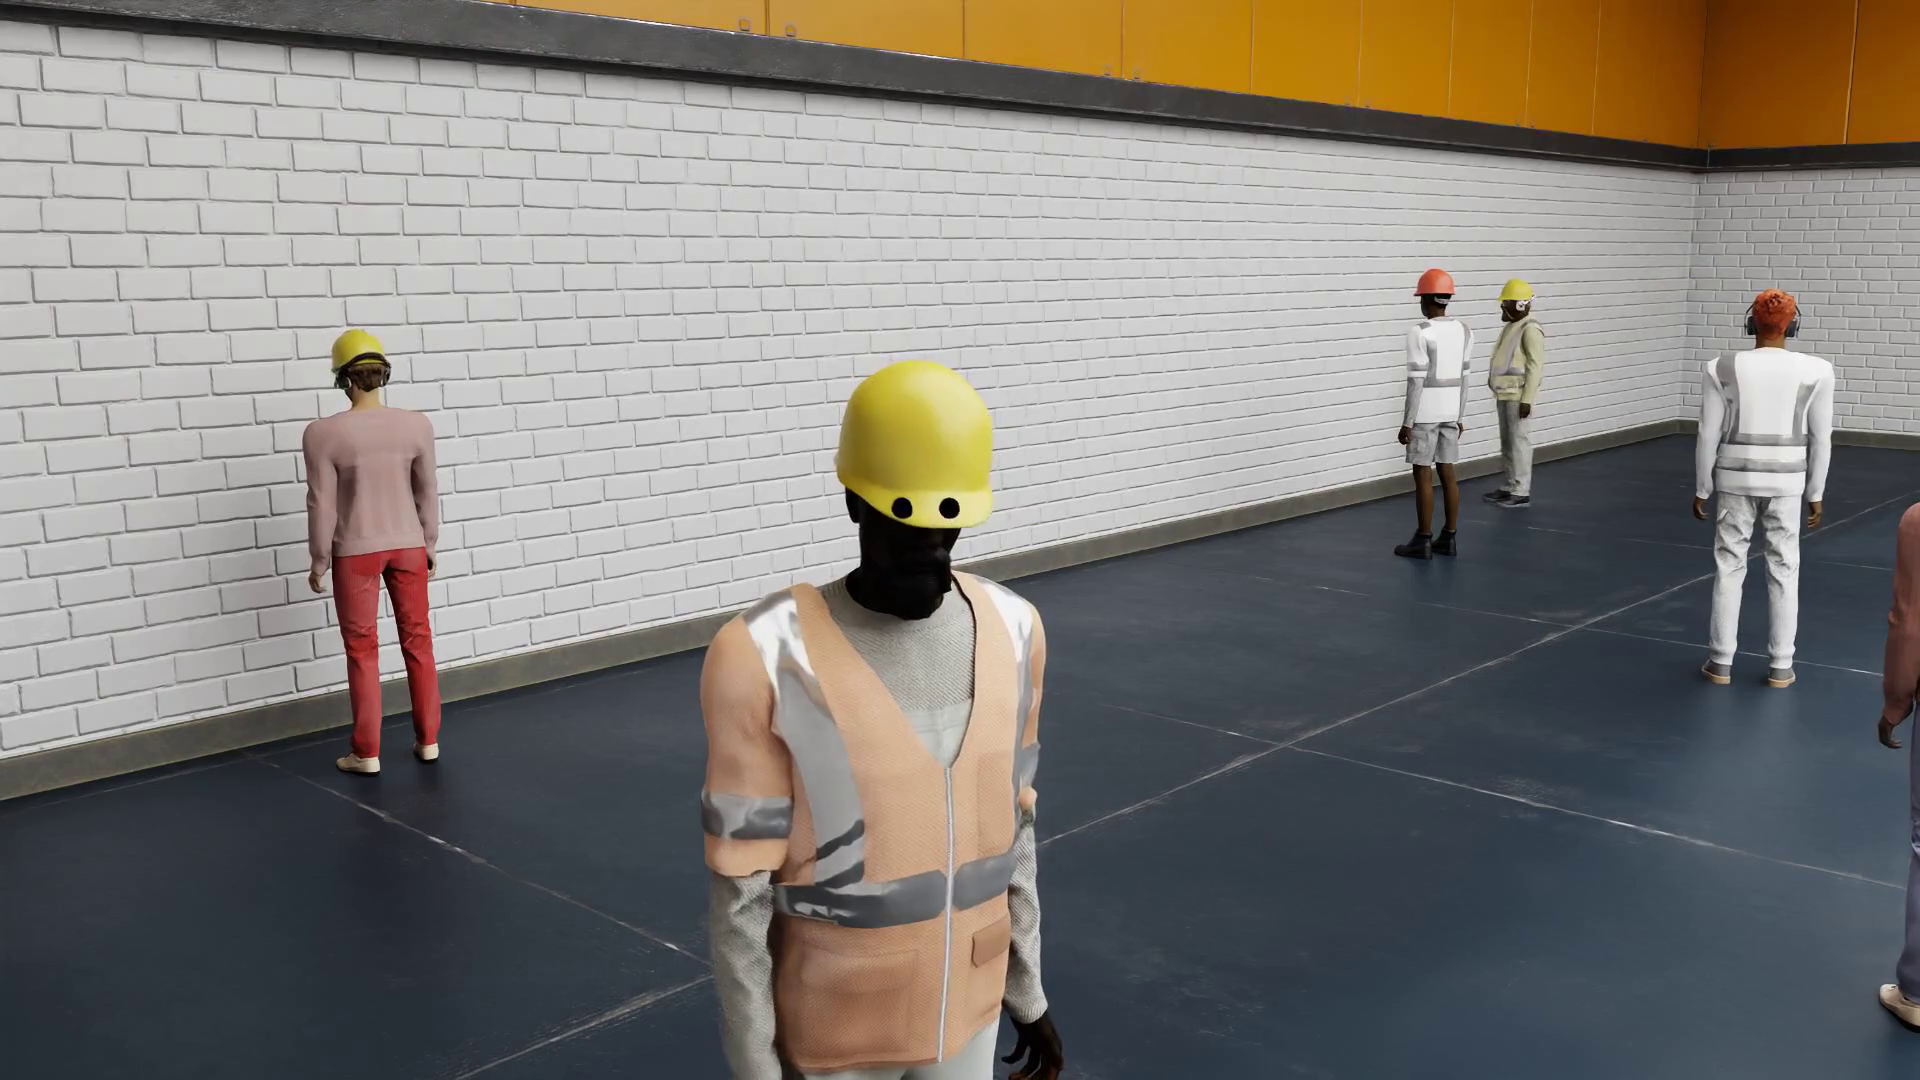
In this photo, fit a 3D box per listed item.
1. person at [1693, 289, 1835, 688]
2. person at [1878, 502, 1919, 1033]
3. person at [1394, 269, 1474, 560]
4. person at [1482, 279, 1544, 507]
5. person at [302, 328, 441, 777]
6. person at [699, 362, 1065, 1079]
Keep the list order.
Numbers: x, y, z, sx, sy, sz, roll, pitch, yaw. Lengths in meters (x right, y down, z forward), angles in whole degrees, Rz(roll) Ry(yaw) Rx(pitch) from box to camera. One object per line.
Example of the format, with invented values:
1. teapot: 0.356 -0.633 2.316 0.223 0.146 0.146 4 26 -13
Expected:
1. person: 3.789 -0.238 7.889 0.576 1.881 0.354 4 11 22
2. person: 2.696 0.446 4.351 0.523 1.760 0.325 4 11 22
3. person: 3.153 -0.840 11.157 0.551 1.934 0.373 -6 11 -29
4. person: 4.453 -1.179 13.385 0.404 1.830 0.600 0 10 -2
5. person: -2.314 0.053 6.573 0.523 1.765 0.322 -8 13 -39
6. person: -0.089 0.696 2.468 0.584 1.918 0.381 -7 12 -36
